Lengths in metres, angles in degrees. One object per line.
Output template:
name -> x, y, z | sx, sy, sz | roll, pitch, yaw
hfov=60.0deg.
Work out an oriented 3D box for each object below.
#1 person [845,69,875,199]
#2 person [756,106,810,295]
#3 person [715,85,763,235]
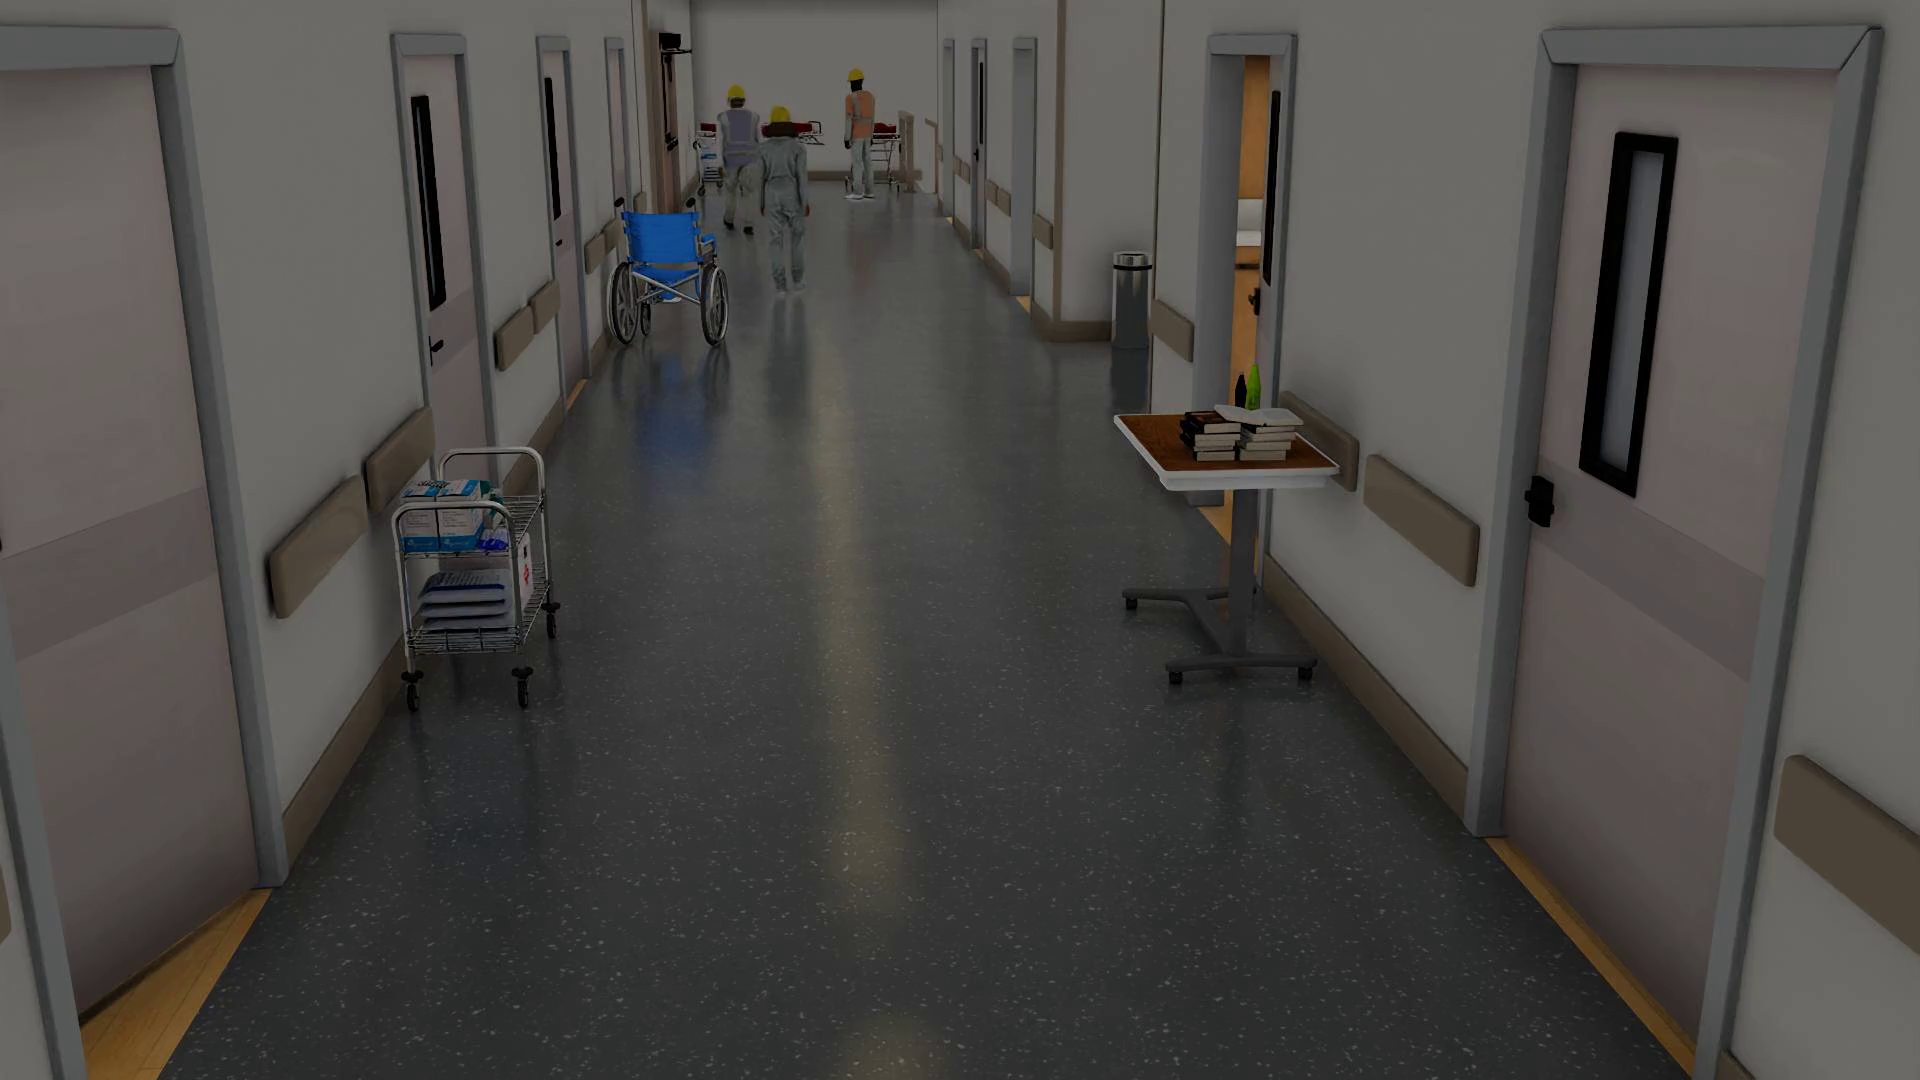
person -> -1.527, -6.119, 25.112 | 0.397, 1.920, 0.586 | 14, 21, 38
person -> -1.651, -3.203, 15.690 | 0.516, 1.713, 0.691 | 2, 17, 7
person -> -2.748, -4.718, 20.647 | 0.605, 1.781, 0.944 | -5, 17, -15
